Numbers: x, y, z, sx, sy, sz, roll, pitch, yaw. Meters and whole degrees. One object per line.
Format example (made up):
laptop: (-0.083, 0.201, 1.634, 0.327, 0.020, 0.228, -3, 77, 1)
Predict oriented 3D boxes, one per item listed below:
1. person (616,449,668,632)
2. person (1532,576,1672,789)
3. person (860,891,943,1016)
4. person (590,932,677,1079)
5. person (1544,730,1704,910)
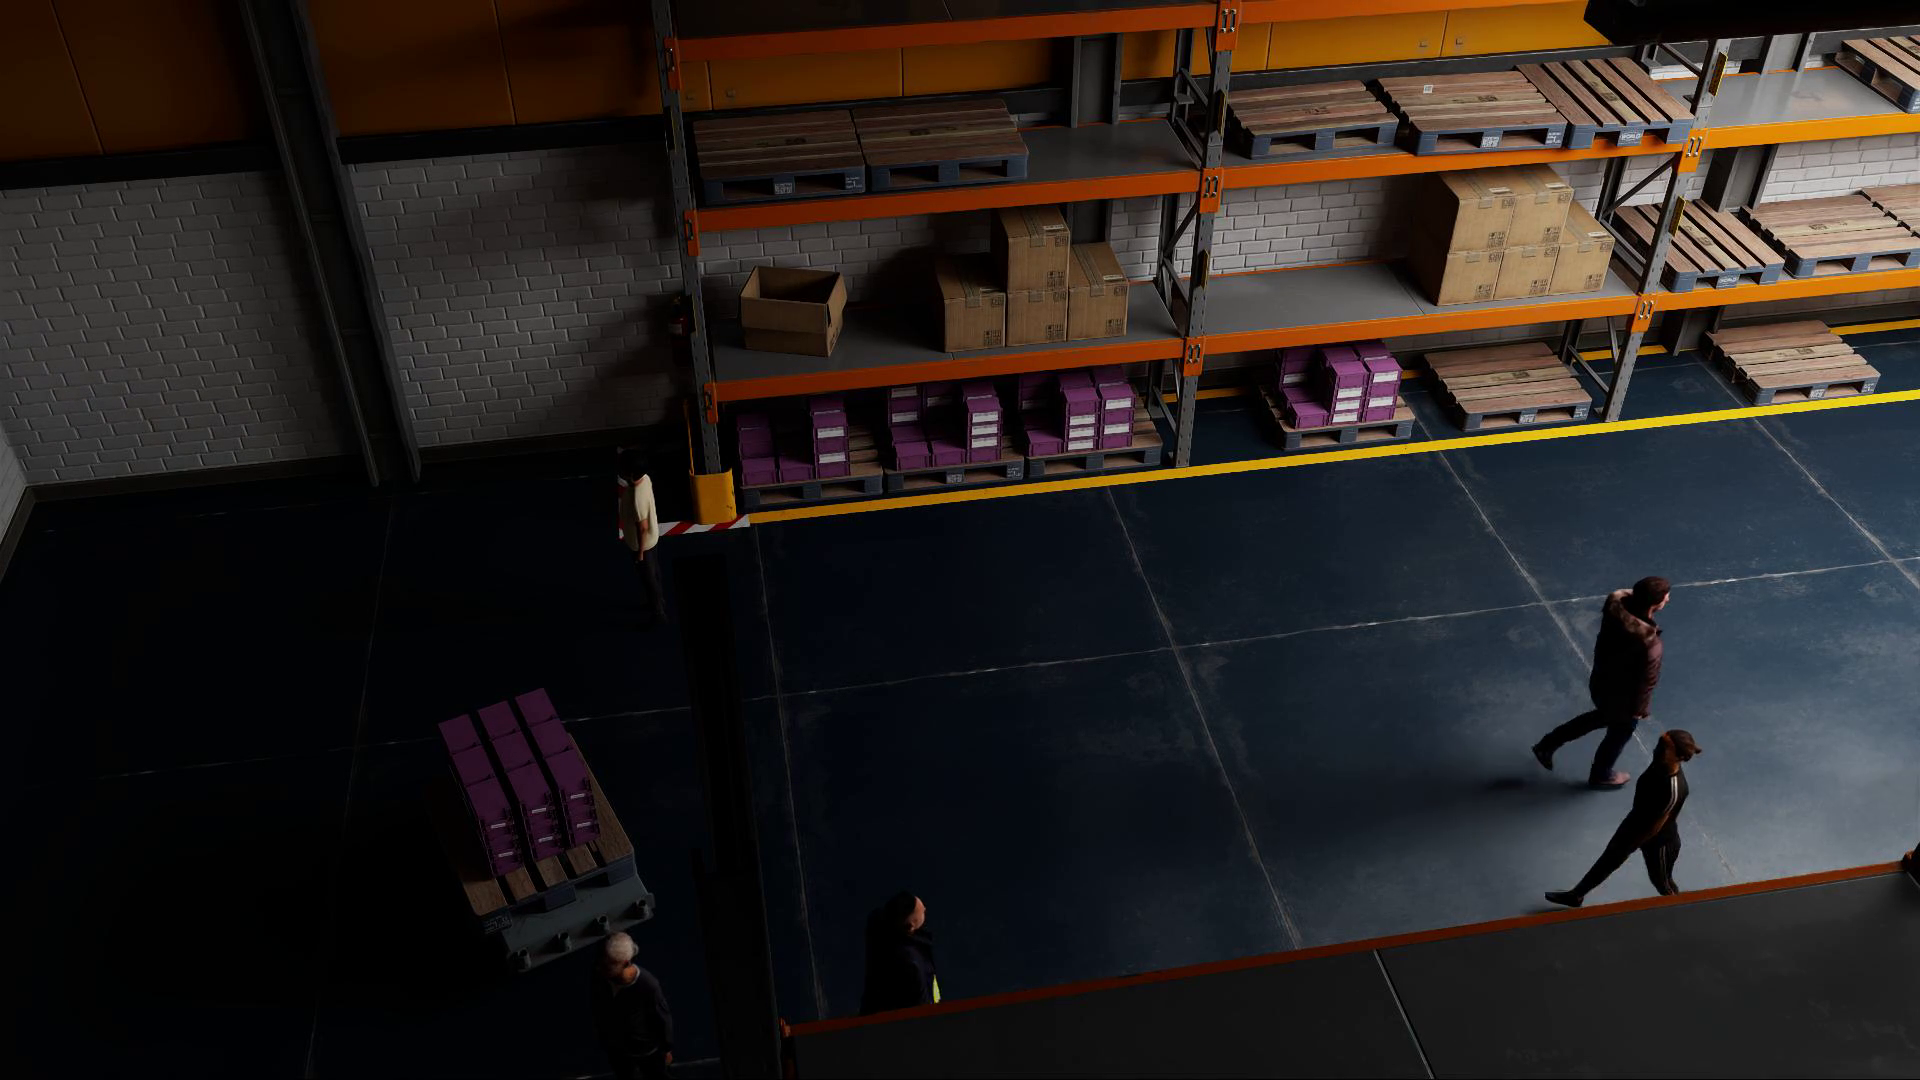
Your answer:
person: (-2.359, -0.012, 12.374, 0.481, 1.588, 0.601, -4, 39, -5)
person: (4.268, 0.971, 10.948, 0.955, 1.832, 0.784, -3, 39, -4)
person: (-0.378, 2.545, 8.961, 0.860, 1.850, 0.874, -19, 42, -22)
person: (-1.750, 2.653, 8.926, 0.635, 1.726, 0.742, 14, 41, 17)
person: (4.275, 1.791, 10.083, 1.122, 1.628, 0.751, 2, 39, 2)
